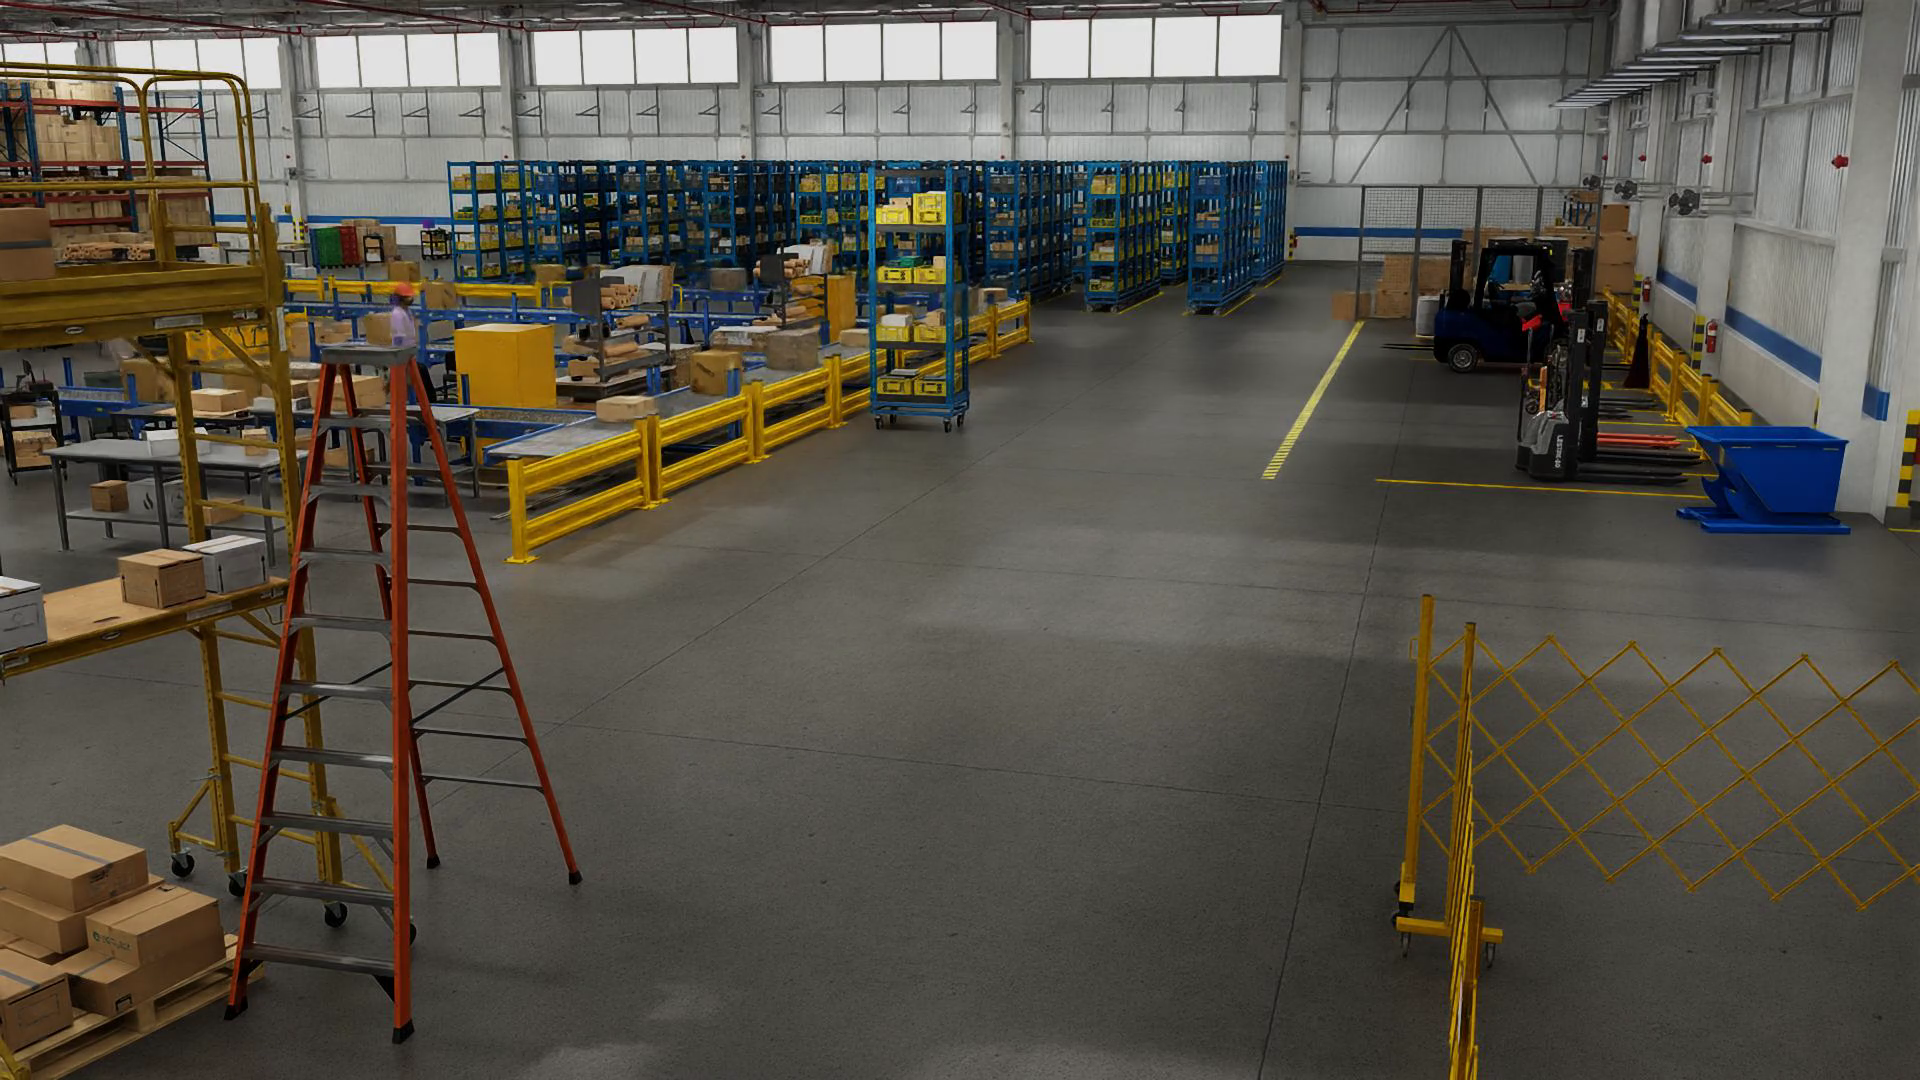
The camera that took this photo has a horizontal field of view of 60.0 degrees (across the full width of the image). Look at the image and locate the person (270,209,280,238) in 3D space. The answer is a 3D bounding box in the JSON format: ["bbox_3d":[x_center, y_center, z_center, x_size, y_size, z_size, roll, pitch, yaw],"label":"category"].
[{"bbox_3d":[-25.668,-11.474,61.893,0.634,1.933,0.458,-9,16,-33],"label":"person"}]

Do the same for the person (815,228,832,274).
[{"bbox_3d":[-4.245,-8.785,50.594,0.623,1.800,0.599,1,13,4],"label":"person"}]

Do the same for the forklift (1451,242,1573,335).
[{"bbox_3d":[10.464,-4.597,31.405,2.680,1.987,1.157,4,14,16],"label":"forklift"}]

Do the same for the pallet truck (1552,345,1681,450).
[{"bbox_3d":[8.641,-1.896,21.908,1.630,1.274,0.653,4,14,16],"label":"pallet truck"}]

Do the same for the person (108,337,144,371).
[{"bbox_3d":[-12.462,-2.873,24.828,0.670,1.892,0.453,6,14,24],"label":"person"}]

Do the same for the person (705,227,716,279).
[{"bbox_3d":[-7.392,-8.772,50.170,0.662,1.957,0.667,-11,17,-39],"label":"person"}]

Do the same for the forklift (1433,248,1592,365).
[{"bbox_3d":[9.780,-4.111,29.280,2.680,1.987,1.157,3,13,14],"label":"forklift"}]

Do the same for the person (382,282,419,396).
[{"bbox_3d":[-8.069,-2.697,23.853,0.951,2.013,0.619,0,13,0],"label":"person"}]

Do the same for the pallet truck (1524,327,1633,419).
[{"bbox_3d":[9.065,-2.460,24.370,1.522,1.261,0.704,3,13,14],"label":"pallet truck"}]

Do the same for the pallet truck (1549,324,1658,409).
[{"bbox_3d":[9.824,-2.669,25.407,1.601,1.201,0.680,4,14,16],"label":"pallet truck"}]

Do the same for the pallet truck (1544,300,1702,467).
[{"bbox_3d":[8.263,-1.952,20.631,1.885,1.965,0.823,5,14,20],"label":"pallet truck"}]

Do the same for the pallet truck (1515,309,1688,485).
[{"bbox_3d":[7.554,-1.677,19.446,1.885,1.965,0.823,3,13,14],"label":"pallet truck"}]
